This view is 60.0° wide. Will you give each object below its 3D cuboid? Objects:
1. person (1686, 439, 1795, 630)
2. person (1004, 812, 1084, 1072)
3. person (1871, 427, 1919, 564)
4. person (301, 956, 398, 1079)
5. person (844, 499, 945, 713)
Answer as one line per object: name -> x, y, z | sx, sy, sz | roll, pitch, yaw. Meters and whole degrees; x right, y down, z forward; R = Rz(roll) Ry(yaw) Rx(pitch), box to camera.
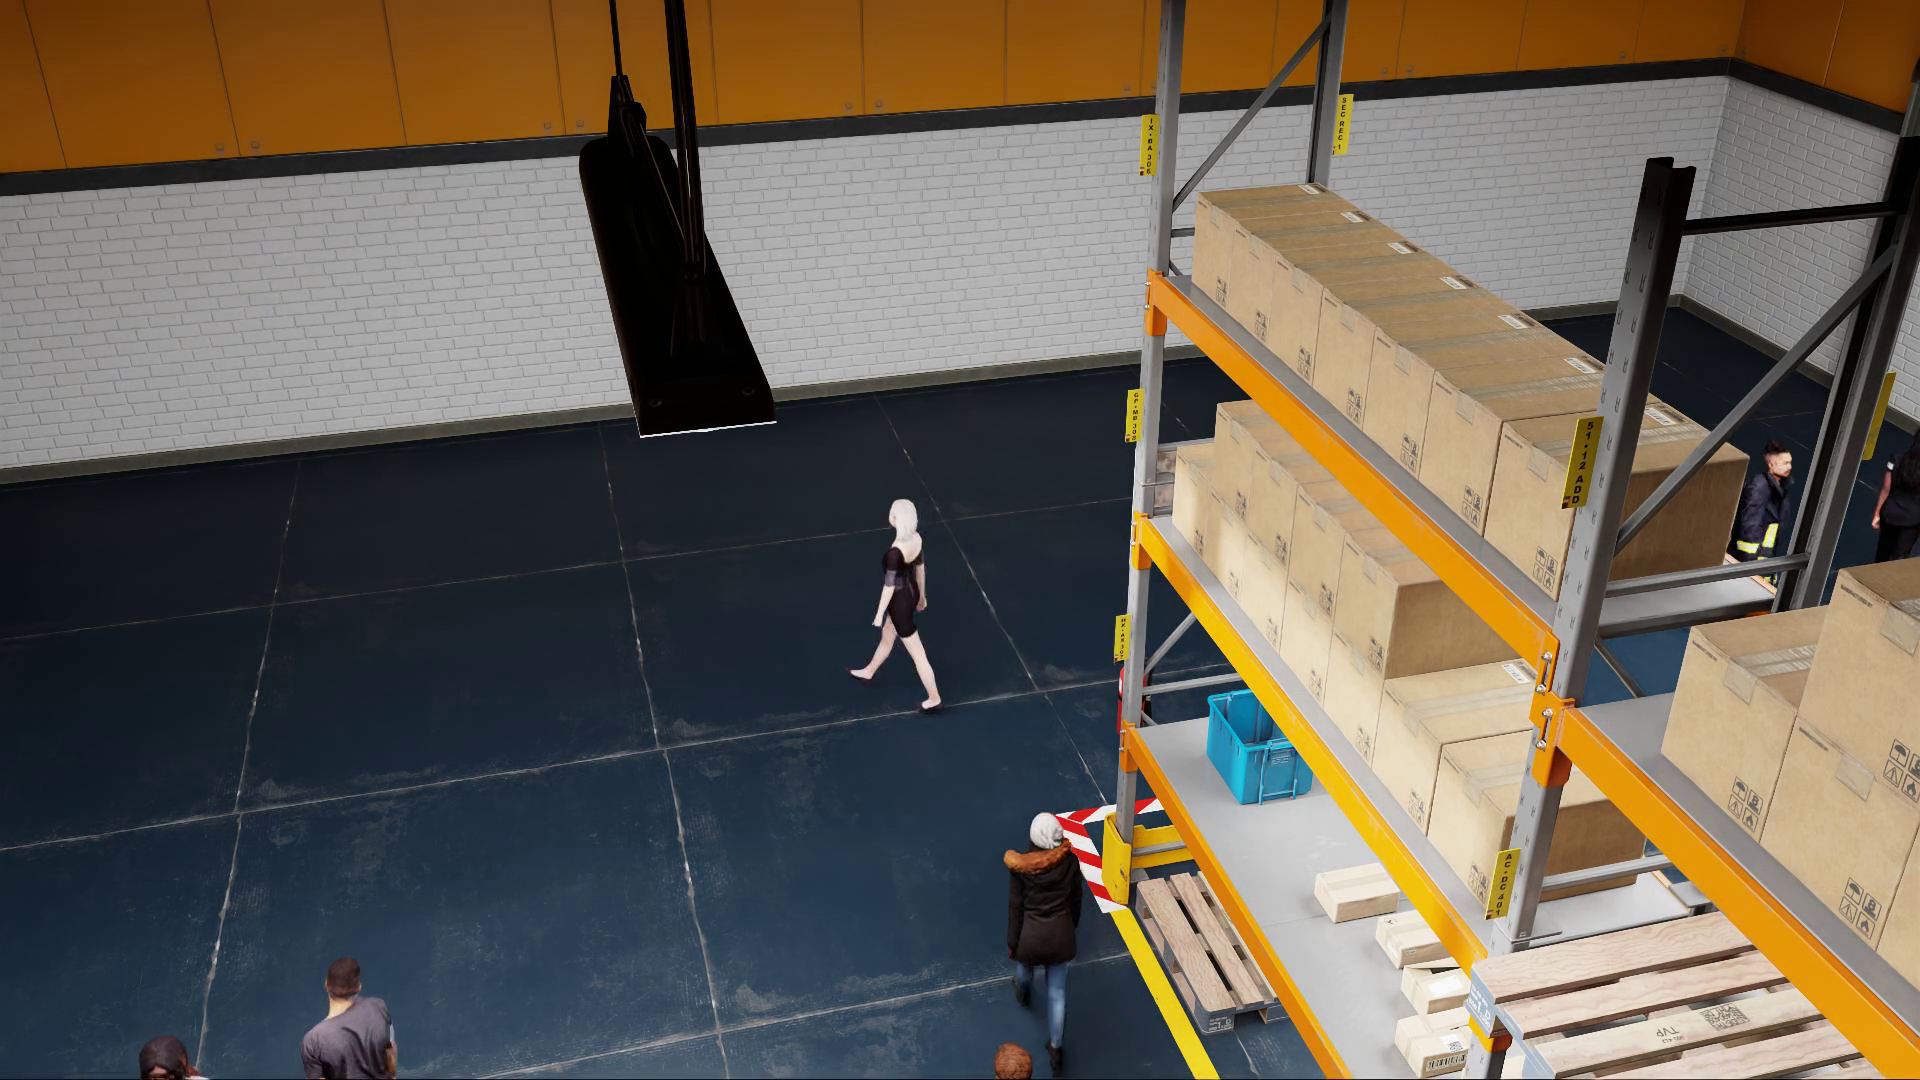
person -> 6.340, 0.034, 13.442 | 0.988, 1.832, 1.188 | -21, 35, -33
person -> 0.499, 2.312, 9.518 | 0.711, 1.590, 1.055 | -4, 29, -7
person -> 7.874, -0.144, 13.910 | 1.148, 1.696, 1.161 | 18, 34, 30
person -> -2.983, 2.904, 8.291 | 0.830, 1.727, 0.820 | 17, 33, 28
person -> -0.338, 0.549, 12.543 | 1.124, 1.788, 1.127 | 12, 31, 21
